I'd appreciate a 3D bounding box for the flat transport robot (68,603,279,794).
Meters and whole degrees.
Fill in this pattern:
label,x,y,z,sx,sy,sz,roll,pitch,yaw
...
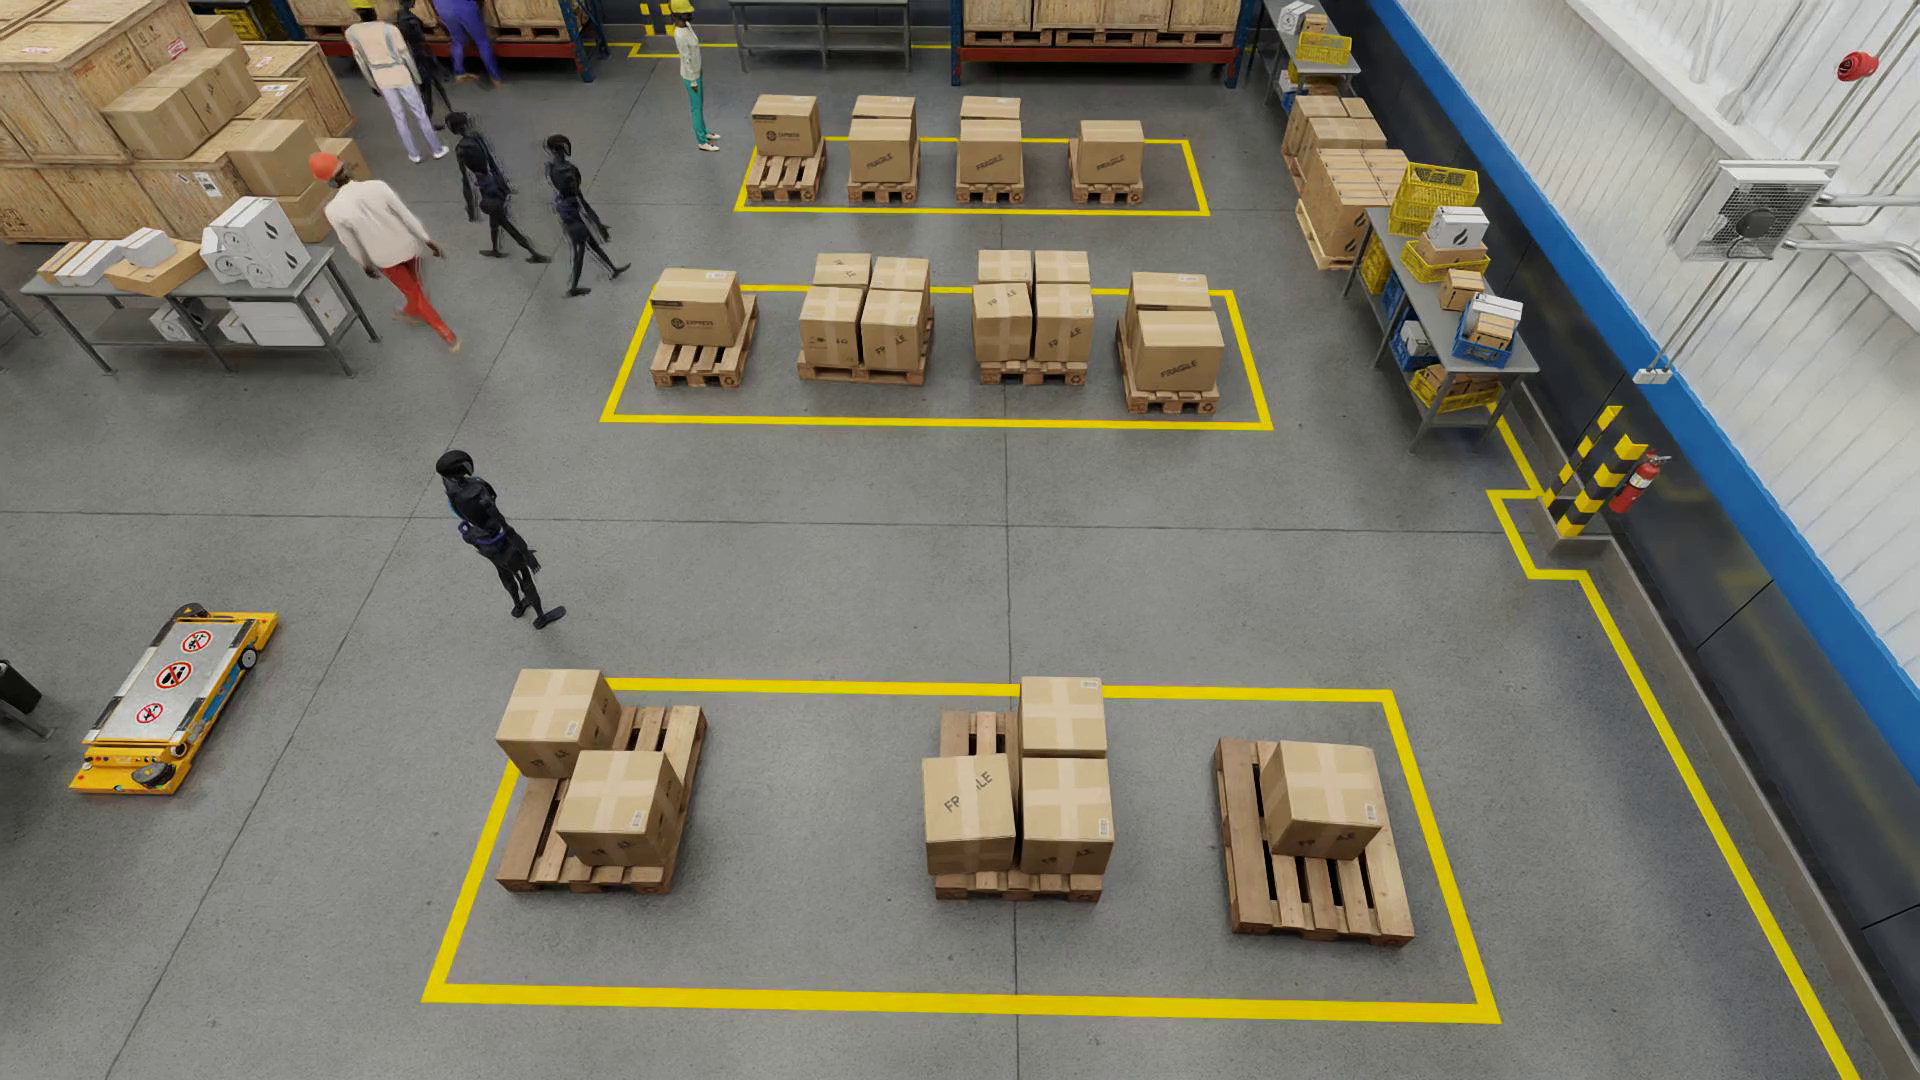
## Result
label,x,y,z,sx,sy,sz,roll,pitch,yaw
flat transport robot,-5.504,1.072,6.442,0.652,0.197,1.431,1,50,1

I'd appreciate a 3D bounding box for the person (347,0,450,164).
label,x,y,z,sx,sy,sz,roll,pitch,yaw
person,-6.750,-5.498,10.951,0.609,1.907,0.429,-11,51,-9

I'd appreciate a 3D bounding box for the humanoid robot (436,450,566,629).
label,x,y,z,sx,sy,sz,roll,pitch,yaw
humanoid robot,-3.253,-0.006,6.440,0.616,1.657,0.311,25,54,20

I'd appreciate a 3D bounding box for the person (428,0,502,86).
label,x,y,z,sx,sy,sz,roll,pitch,yaw
person,-6.733,-7.130,12.241,0.808,2.000,0.543,0,50,0

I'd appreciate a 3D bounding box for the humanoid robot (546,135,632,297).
label,x,y,z,sx,sy,sz,roll,pitch,yaw
humanoid robot,-3.860,-3.247,9.213,0.759,1.628,0.614,-23,53,-18

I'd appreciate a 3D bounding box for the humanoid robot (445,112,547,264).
label,x,y,z,sx,sy,sz,roll,pitch,yaw
humanoid robot,-4.919,-3.629,9.550,0.770,1.630,0.611,-2,50,-1

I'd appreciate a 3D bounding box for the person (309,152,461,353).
label,x,y,z,sx,sy,sz,roll,pitch,yaw
person,-5.322,-2.701,8.572,1.009,1.911,0.668,28,55,22

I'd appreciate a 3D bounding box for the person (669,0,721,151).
label,x,y,z,sx,sy,sz,roll,pitch,yaw
person,-3.241,-5.691,11.201,0.313,1.768,0.524,-4,50,-3

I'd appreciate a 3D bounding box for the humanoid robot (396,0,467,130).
label,x,y,z,sx,sy,sz,roll,pitch,yaw
humanoid robot,-6.799,-6.047,11.576,0.652,1.622,0.581,-26,55,-20
